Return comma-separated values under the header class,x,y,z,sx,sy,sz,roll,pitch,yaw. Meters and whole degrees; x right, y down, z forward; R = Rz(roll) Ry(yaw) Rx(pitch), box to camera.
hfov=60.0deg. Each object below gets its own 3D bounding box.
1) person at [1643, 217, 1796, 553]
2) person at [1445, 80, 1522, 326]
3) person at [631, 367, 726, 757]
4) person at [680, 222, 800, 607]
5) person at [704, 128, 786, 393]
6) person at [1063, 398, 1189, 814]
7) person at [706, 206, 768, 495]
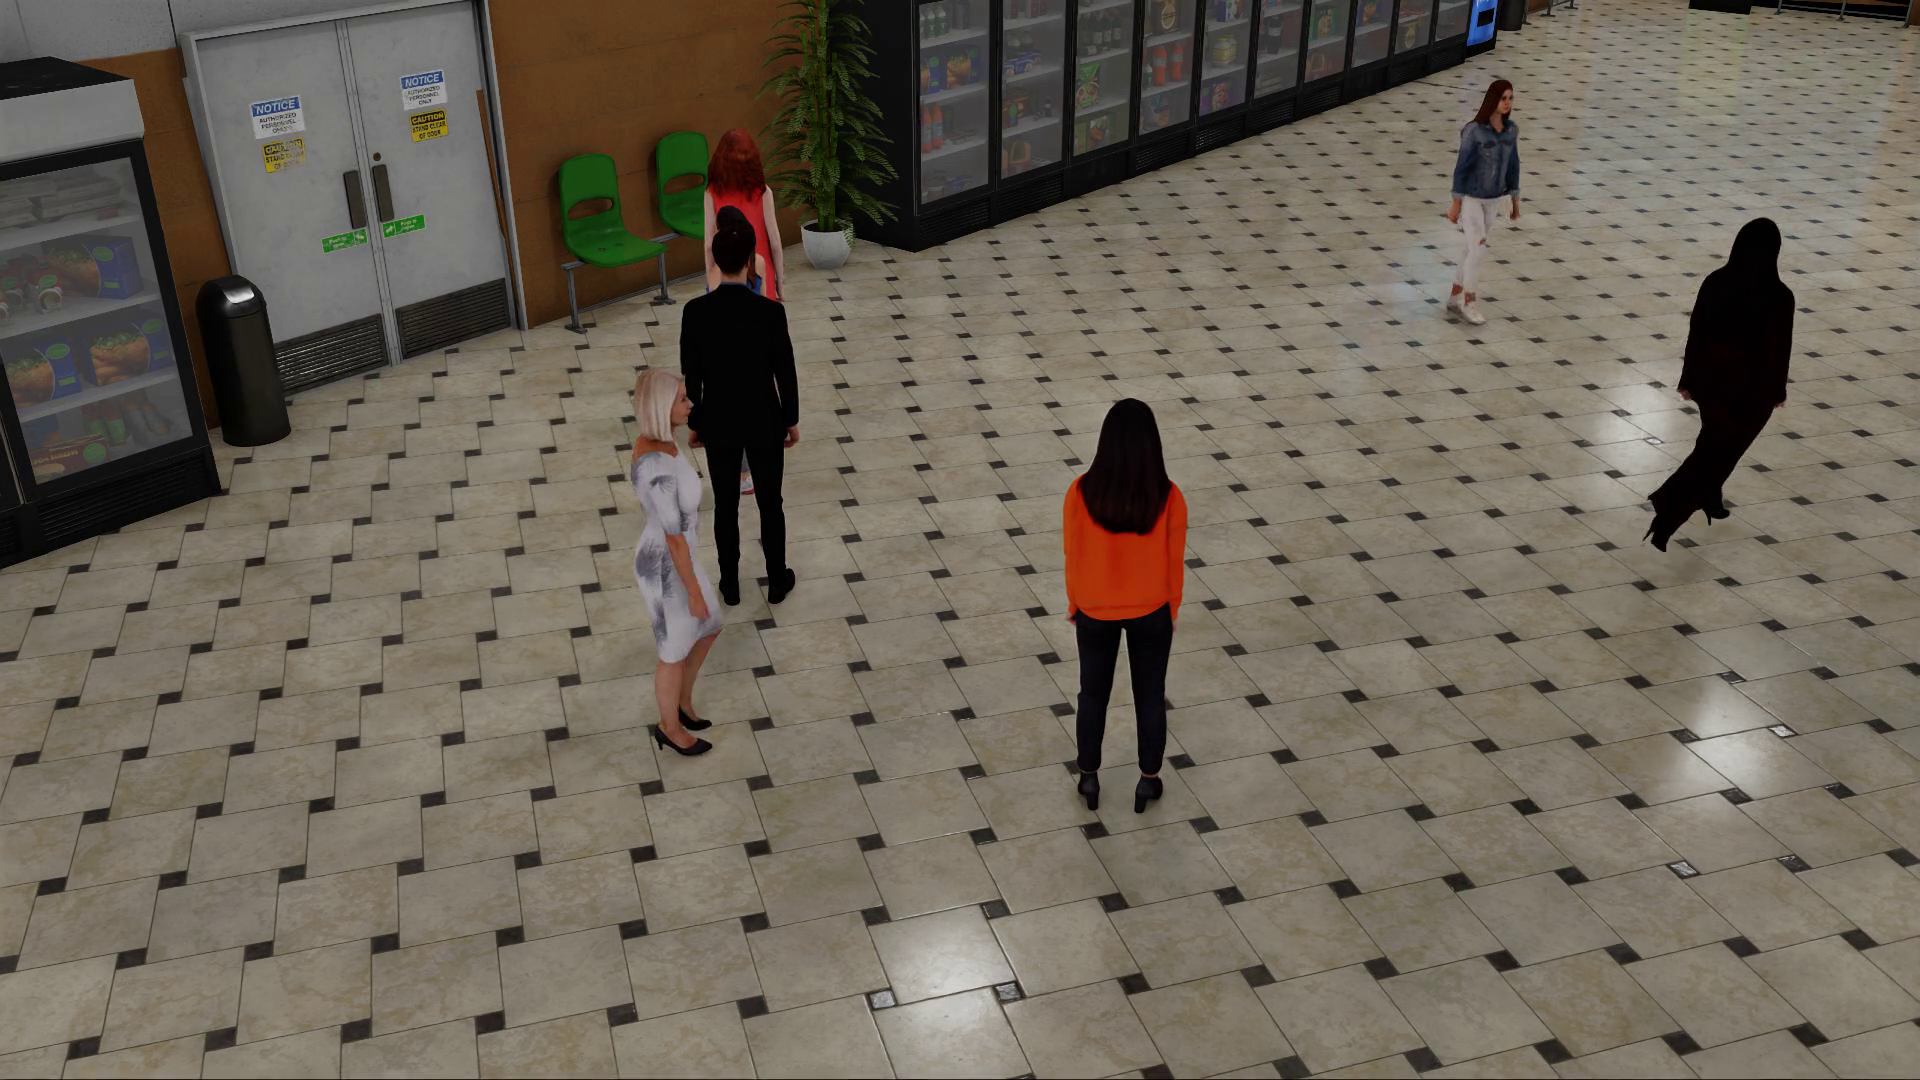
class,x,y,z,sx,sy,sz,roll,pitch,yaw
person,3.827,-0.720,8.383,0.989,1.717,1.130,-13,30,-24
person,3.612,-2.407,11.744,0.810,1.686,0.894,-11,29,-21
person,-1.241,0.129,6.686,0.755,1.739,0.686,-4,27,-8
person,-1.036,-0.572,7.898,0.772,1.892,0.844,-1,27,-2
person,-1.274,-1.510,9.821,0.653,1.826,0.737,0,27,1
person,0.629,0.278,6.379,0.654,1.750,0.765,5,27,10
person,-1.200,-1.041,9.137,0.522,1.609,0.550,20,33,34
